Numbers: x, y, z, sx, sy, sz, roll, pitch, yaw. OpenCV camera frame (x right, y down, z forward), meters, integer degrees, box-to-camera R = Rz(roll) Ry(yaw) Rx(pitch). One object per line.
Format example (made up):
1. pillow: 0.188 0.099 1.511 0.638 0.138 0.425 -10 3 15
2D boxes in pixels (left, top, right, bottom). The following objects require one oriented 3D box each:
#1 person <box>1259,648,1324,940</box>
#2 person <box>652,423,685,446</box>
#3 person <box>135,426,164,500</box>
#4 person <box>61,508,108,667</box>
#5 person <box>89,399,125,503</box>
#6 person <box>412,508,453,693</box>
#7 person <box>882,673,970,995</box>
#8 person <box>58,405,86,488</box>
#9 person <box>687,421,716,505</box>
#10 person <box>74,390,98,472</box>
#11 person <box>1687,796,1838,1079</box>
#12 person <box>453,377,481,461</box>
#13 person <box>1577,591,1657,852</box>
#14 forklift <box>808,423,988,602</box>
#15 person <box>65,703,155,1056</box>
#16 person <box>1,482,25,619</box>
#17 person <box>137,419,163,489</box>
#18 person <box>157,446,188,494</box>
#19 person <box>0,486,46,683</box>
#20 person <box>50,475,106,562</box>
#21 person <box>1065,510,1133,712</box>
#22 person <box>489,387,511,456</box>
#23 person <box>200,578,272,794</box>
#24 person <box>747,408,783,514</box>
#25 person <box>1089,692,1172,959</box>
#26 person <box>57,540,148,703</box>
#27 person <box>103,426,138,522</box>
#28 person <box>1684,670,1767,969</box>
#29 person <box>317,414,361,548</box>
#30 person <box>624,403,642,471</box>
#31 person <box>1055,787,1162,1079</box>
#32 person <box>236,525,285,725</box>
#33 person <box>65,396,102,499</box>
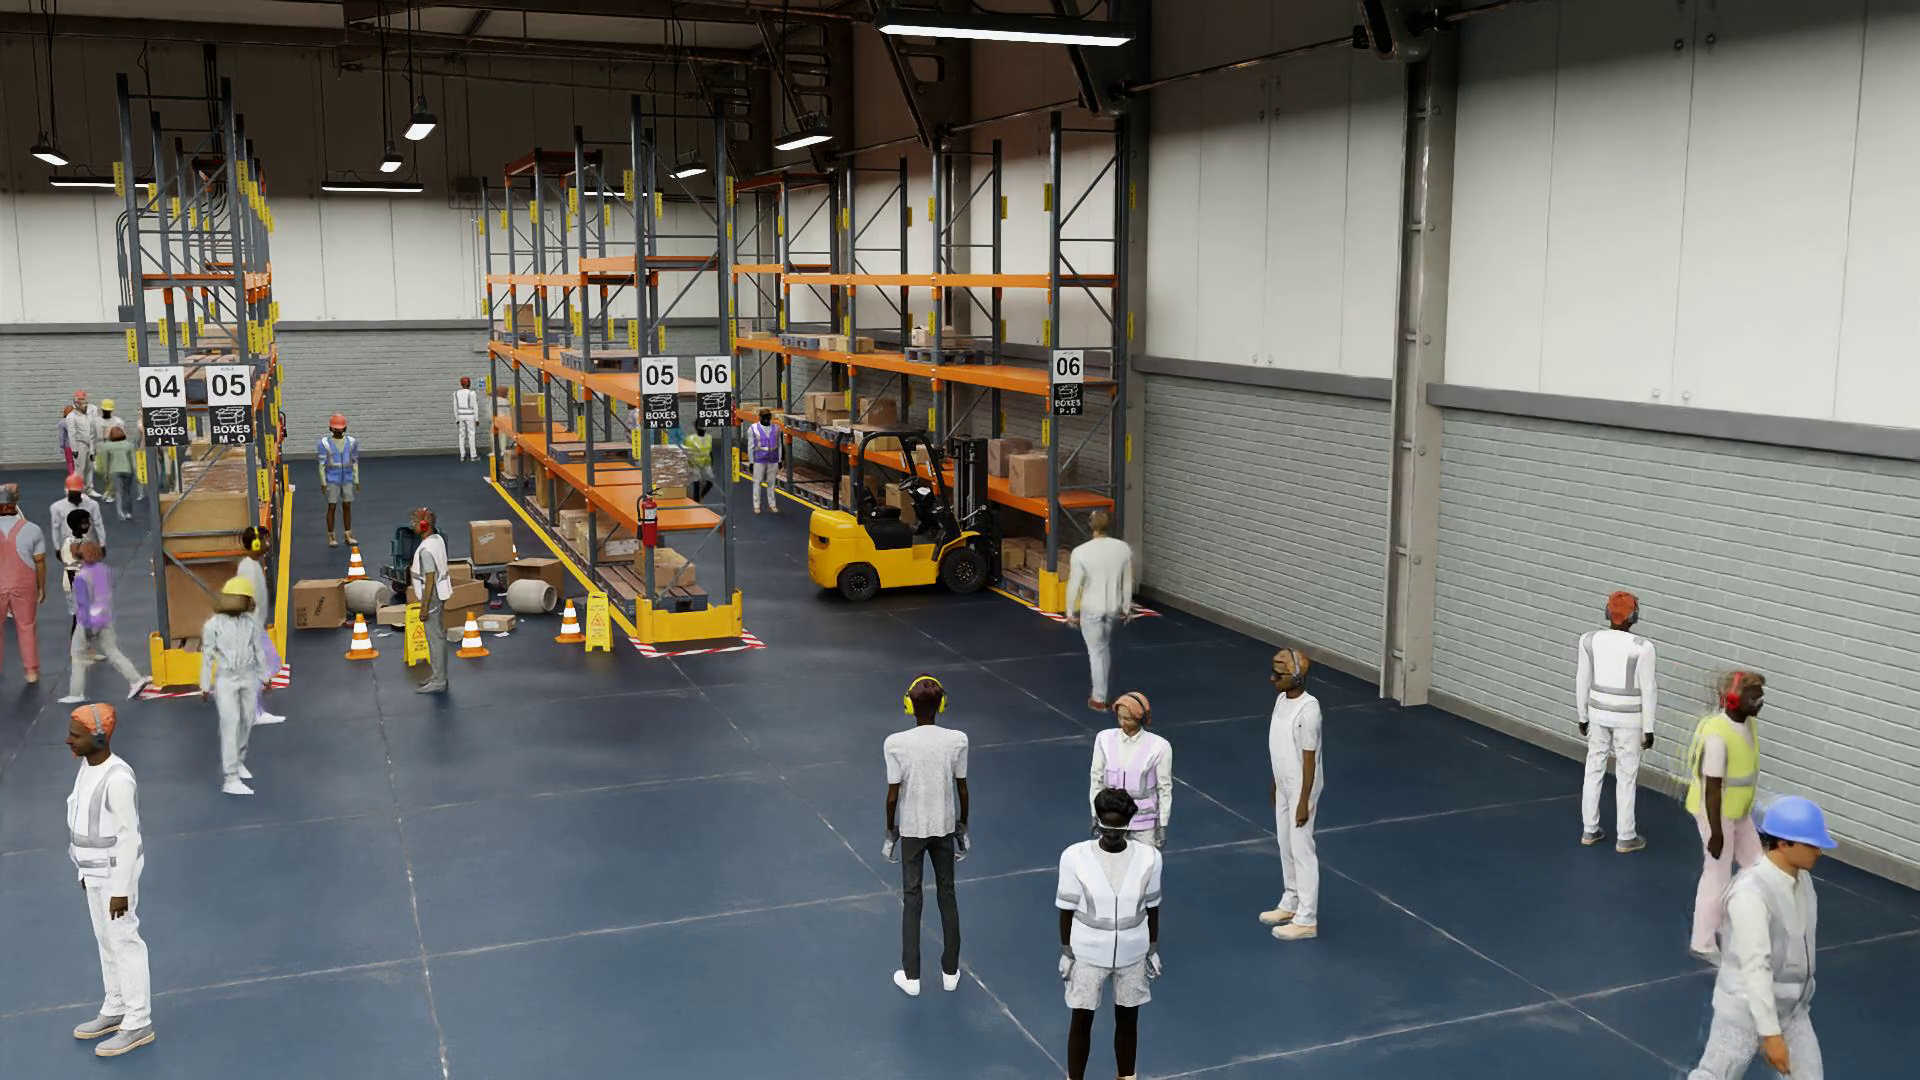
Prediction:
1. person: 2.085 1.573 10.404 0.343 1.838 0.501 -2 9 -14
2. person: -5.410 -1.650 30.971 0.603 1.728 0.584 -4 10 -22
3. person: -15.021 -1.548 30.760 0.367 1.613 0.574 4 10 24
4. person: -9.301 0.501 17.604 0.319 1.687 0.538 -1 9 -7
5. person: -15.527 -1.621 30.269 0.615 1.904 0.415 -2 9 -12
6. person: -5.245 0.594 16.518 0.389 1.847 0.567 -2 9 -10
7. person: -0.195 1.683 9.575 0.514 1.876 0.328 -2 9 -13
8. person: -17.176 -1.794 32.216 0.282 1.633 0.500 8 12 40
9. person: -4.509 -1.289 28.854 0.551 1.681 0.385 -8 12 -41
10. person: -18.407 -2.286 34.984 0.575 1.739 0.348 -1 9 -8
11. person: 3.563 2.043 7.252 0.605 1.894 1.002 -6 11 -35
12. person: -11.007 -2.700 37.138 0.572 1.883 0.353 2 9 15
13. person: 4.722 1.297 11.970 0.356 1.887 0.573 -9 13 -44
14. forklift: -0.830 -0.399 21.676 2.313 2.155 1.214 -4 10 -21
15. person: -4.555 1.790 8.875 0.574 1.883 0.356 9 13 44
16. person: -11.434 0.126 20.094 0.305 1.645 0.522 -3 9 -16
17. person: -15.537 -1.798 31.979 0.546 1.714 0.921 -1 9 -7
18. person: -14.326 -1.599 30.274 0.545 1.857 0.404 -4 10 -23
19. person: -9.630 0.448 16.830 0.686 2.000 0.535 -6 11 -35
20. person: -10.805 0.044 20.404 0.577 1.719 0.807 -7 11 -37
21. person: 1.273 0.656 15.882 0.655 1.921 0.668 -4 10 -25
22. person: -10.559 -2.712 38.110 0.623 1.596 0.319 3 9 16
23. person: -5.856 1.161 13.467 0.637 1.698 0.551 5 11 31
24. person: -3.372 -1.374 28.921 0.623 1.844 0.430 -4 10 -25
25. person: 1.031 1.716 10.106 0.513 1.639 0.311 4 10 23
26. person: -8.324 0.782 16.068 0.776 1.606 0.500 0 9 3
27. person: -14.158 -1.117 28.083 0.539 1.597 0.773 -6 11 -31
28. person: 4.566 1.655 9.881 0.460 1.826 0.603 8 12 42
29. person: -9.453 -0.907 25.373 0.605 2.037 0.394 -8 12 -39
30. person: -6.433 -2.006 32.919 0.404 1.835 0.588 -3 9 -16
31. person: 0.725 2.011 8.079 0.531 1.692 0.320 -1 9 -7
32. person: -6.417 0.792 15.248 0.379 1.854 0.559 -4 10 -26
33. person: -16.232 -1.711 30.840 0.407 1.908 0.641 1 9 7
